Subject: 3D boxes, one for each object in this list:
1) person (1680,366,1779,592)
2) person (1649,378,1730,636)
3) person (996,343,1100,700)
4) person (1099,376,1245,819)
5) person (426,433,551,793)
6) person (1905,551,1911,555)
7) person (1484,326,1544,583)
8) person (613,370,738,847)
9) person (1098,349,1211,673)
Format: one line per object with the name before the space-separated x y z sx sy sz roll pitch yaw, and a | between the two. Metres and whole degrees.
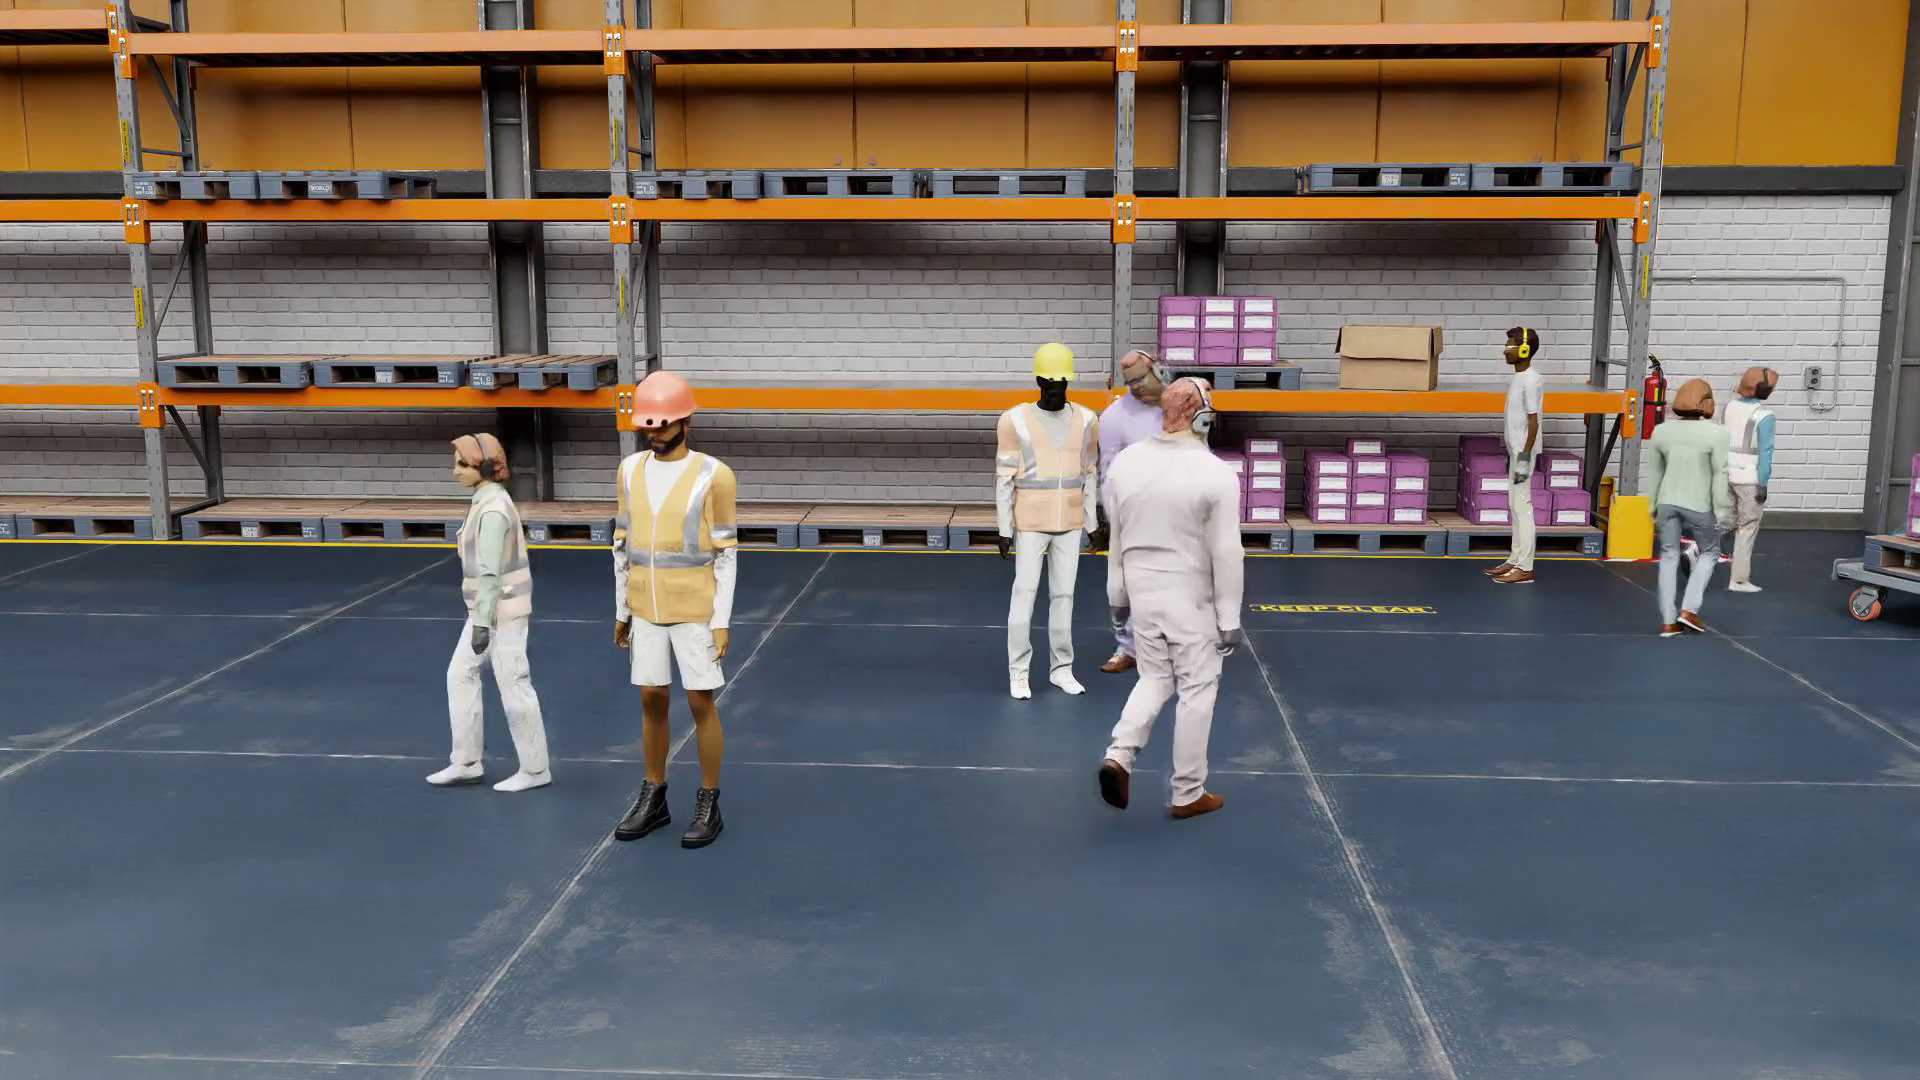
person | 5.445 -0.415 11.710 0.483 1.624 0.520 -2 10 -14
person | 4.565 -0.201 10.419 0.386 1.616 0.530 -9 13 -42
person | 0.486 -0.099 8.956 0.594 1.922 0.386 -4 10 -20
person | 0.884 0.264 6.936 0.660 1.886 0.547 9 13 42
person | -2.133 0.336 7.295 0.668 1.609 0.526 -3 10 -19
person | 7.004 -0.498 11.645 0.730 1.806 0.601 4 11 24
person | 4.073 -0.617 12.145 0.331 1.874 0.519 2 10 10
person | -1.166 0.282 6.709 0.542 1.932 0.373 3 10 20
person | 1.170 -0.152 9.470 0.771 1.865 0.395 -3 10 -15
